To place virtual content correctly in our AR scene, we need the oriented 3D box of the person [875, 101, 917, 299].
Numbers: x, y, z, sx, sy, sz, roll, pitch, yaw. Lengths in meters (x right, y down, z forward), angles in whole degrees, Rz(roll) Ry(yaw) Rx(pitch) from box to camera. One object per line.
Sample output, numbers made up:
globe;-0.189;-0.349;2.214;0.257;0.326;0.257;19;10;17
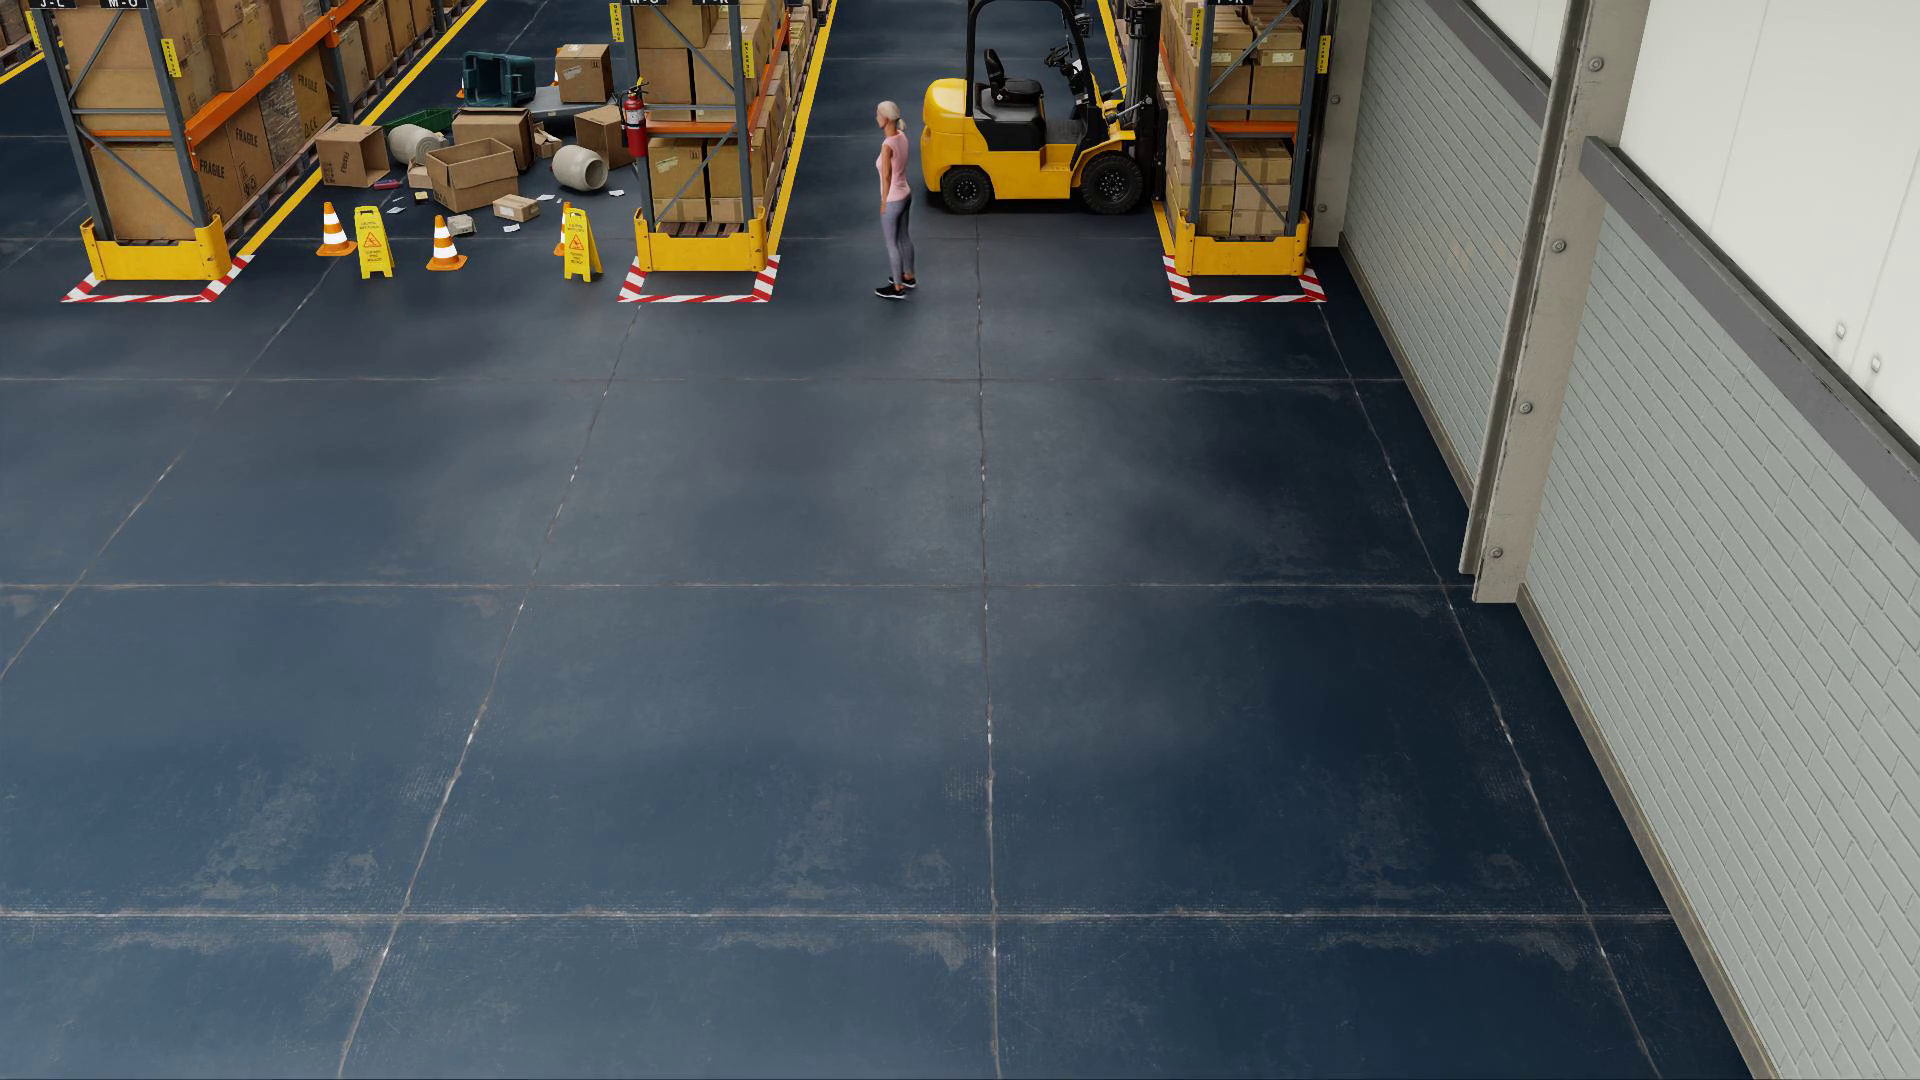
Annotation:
person;-0.558;-2.975;14.508;0.670;1.721;0.559;13;34;19
